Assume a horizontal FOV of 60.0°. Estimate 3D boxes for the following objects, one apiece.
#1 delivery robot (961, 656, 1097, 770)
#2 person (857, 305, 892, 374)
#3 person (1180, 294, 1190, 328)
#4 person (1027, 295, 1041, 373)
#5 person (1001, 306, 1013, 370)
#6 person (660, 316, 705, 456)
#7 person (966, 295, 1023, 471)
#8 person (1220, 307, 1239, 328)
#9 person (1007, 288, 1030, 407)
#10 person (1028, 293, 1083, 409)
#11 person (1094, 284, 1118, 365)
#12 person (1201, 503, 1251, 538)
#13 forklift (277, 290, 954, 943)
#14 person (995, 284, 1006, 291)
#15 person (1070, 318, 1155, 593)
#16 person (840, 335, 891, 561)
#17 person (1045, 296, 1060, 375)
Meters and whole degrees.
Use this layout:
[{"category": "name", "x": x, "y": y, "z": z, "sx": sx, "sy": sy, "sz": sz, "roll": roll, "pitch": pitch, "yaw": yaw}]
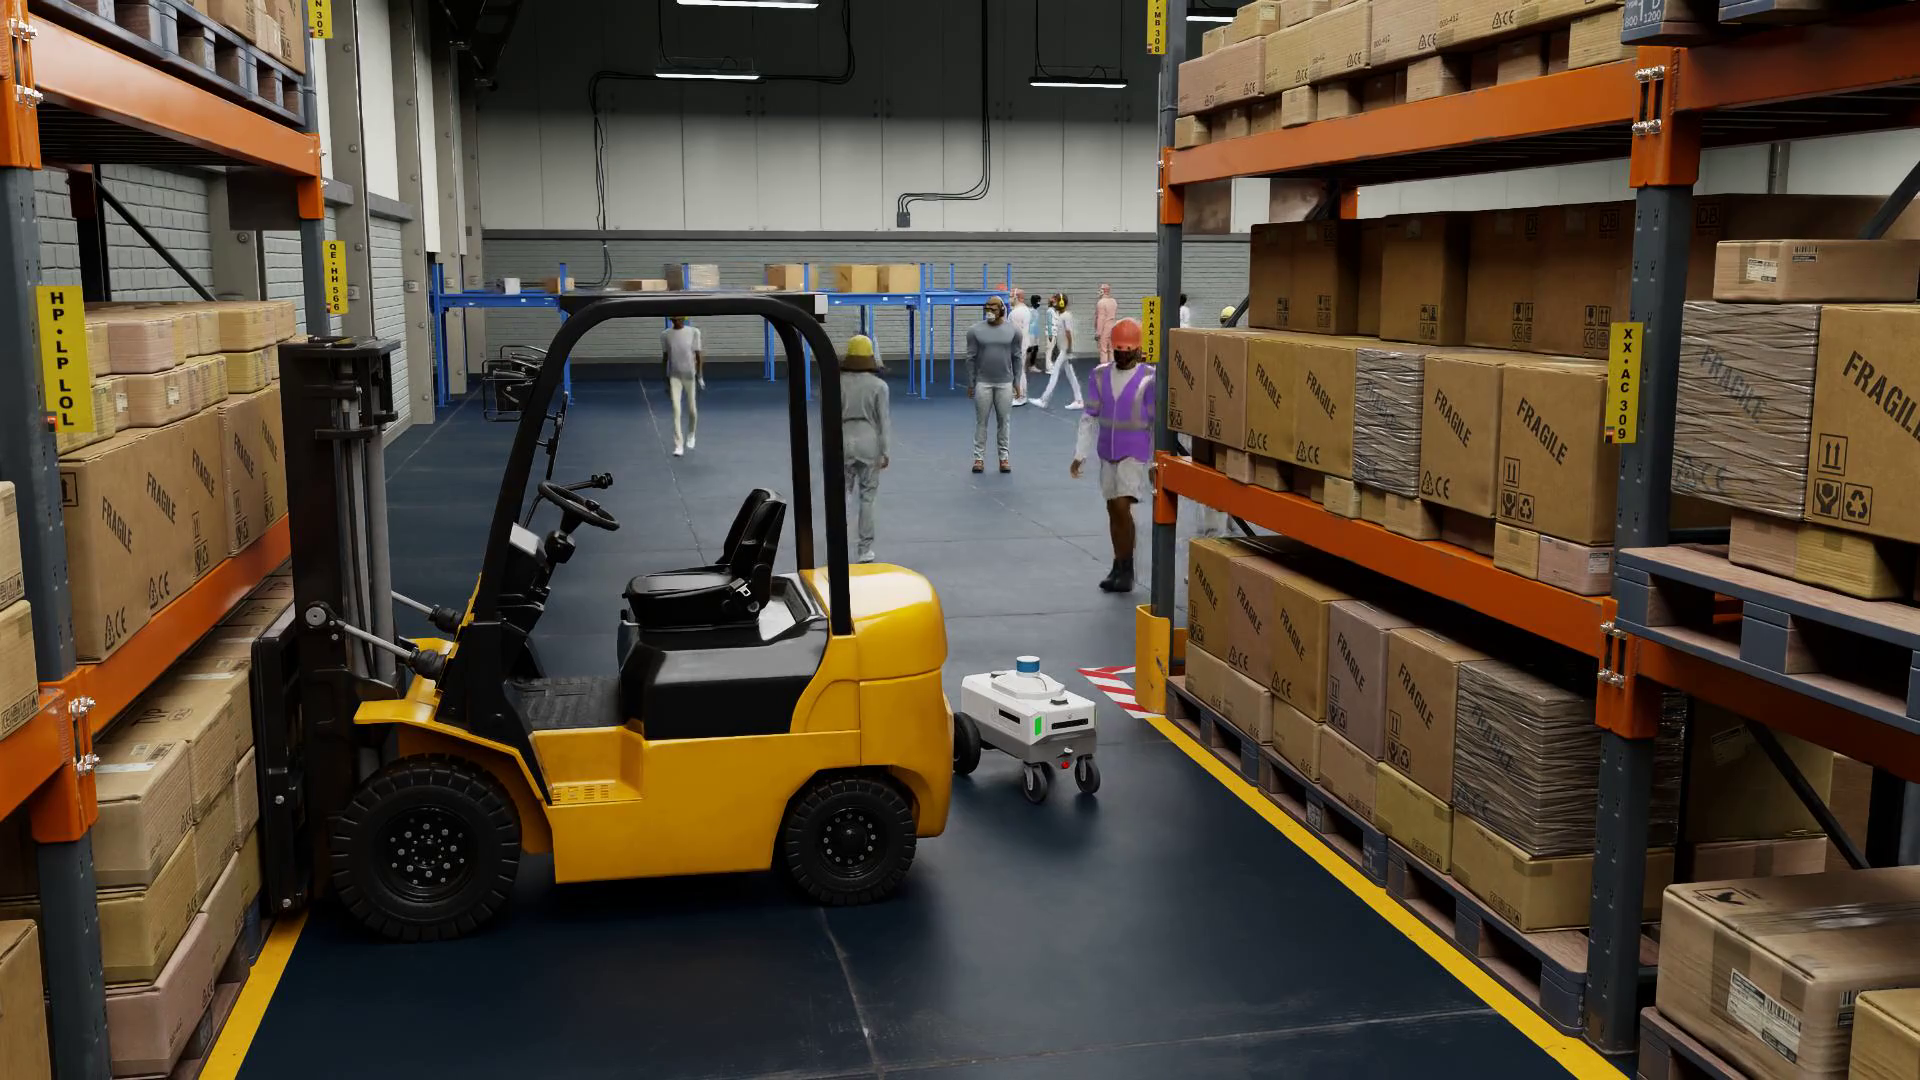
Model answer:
[{"category": "delivery robot", "x": 0.299, "y": 0.754, "z": 7.311, "sx": 0.477, "sy": 0.478, "sz": 0.707, "roll": -5, "pitch": 11, "yaw": -28}, {"category": "person", "x": -1.865, "y": -4.490, "z": 35.299, "sx": 0.914, "sy": 1.905, "sz": 0.655, "roll": -2, "pitch": 10, "yaw": -12}, {"category": "person", "x": 5.001, "y": -4.661, "z": 37.082, "sx": 0.780, "sy": 1.666, "sz": 0.536, "roll": 5, "pitch": 10, "yaw": 27}, {"category": "person", "x": 1.441, "y": -4.398, "z": 35.459, "sx": 0.582, "sy": 1.672, "sz": 0.556, "roll": 3, "pitch": 10, "yaw": 17}, {"category": "person", "x": 1.014, "y": -4.562, "z": 36.348, "sx": 0.634, "sy": 1.700, "sz": 0.797, "roll": 8, "pitch": 13, "yaw": 42}, {"category": "person", "x": -3.364, "y": -1.981, "z": 20.230, "sx": 0.523, "sy": 1.846, "sz": 0.833, "roll": -1, "pitch": 9, "yaw": -5}, {"category": "person", "x": 0.382, "y": -1.727, "z": 18.396, "sx": 0.628, "sy": 1.936, "sz": 0.374, "roll": 0, "pitch": 9, "yaw": 0}, {"category": "person", "x": 3.304, "y": -1.988, "z": 20.508, "sx": 0.526, "sy": 1.765, "sz": 0.329, "roll": 2, "pitch": 9, "yaw": 10}, {"category": "person", "x": 0.917, "y": -3.133, "z": 27.055, "sx": 0.405, "sy": 1.907, "sz": 0.647, "roll": 2, "pitch": 10, "yaw": 14}, {"category": "person", "x": 1.539, "y": -2.987, "z": 26.414, "sx": 0.948, "sy": 1.816, "sz": 0.562, "roll": 0, "pitch": 9, "yaw": -2}, {"category": "person", "x": 2.906, "y": -4.205, "z": 33.588, "sx": 0.406, "sy": 1.906, "sz": 0.654, "roll": 6, "pitch": 11, "yaw": 34}, {"category": "person", "x": 1.722, "y": -0.340, "z": 10.866, "sx": 0.378, "sy": 1.620, "sz": 0.546, "roll": 3, "pitch": 10, "yaw": 16}, {"category": "forklift", "x": -1.179, "y": 0.175, "z": 6.143, "sx": 2.313, "sy": 2.155, "sz": 1.214, "roll": -2, "pitch": 10, "yaw": -12}, {"category": "person", "x": 1.029, "y": -4.673, "z": 36.529, "sx": 0.694, "sy": 1.876, "sz": 0.566, "roll": 1, "pitch": 9, "yaw": 5}, {"category": "person", "x": 1.090, "y": -0.576, "z": 11.482, "sx": 0.576, "sy": 1.901, "sz": 0.571, "roll": 7, "pitch": 12, "yaw": 36}, {"category": "person", "x": -0.773, "y": -0.695, "z": 12.730, "sx": 0.496, "sy": 1.735, "sz": 0.392, "roll": 1, "pitch": 9, "yaw": 8}, {"category": "person", "x": 1.944, "y": -4.297, "z": 34.956, "sx": 0.307, "sy": 1.639, "sz": 0.525, "roll": 3, "pitch": 10, "yaw": 17}]
